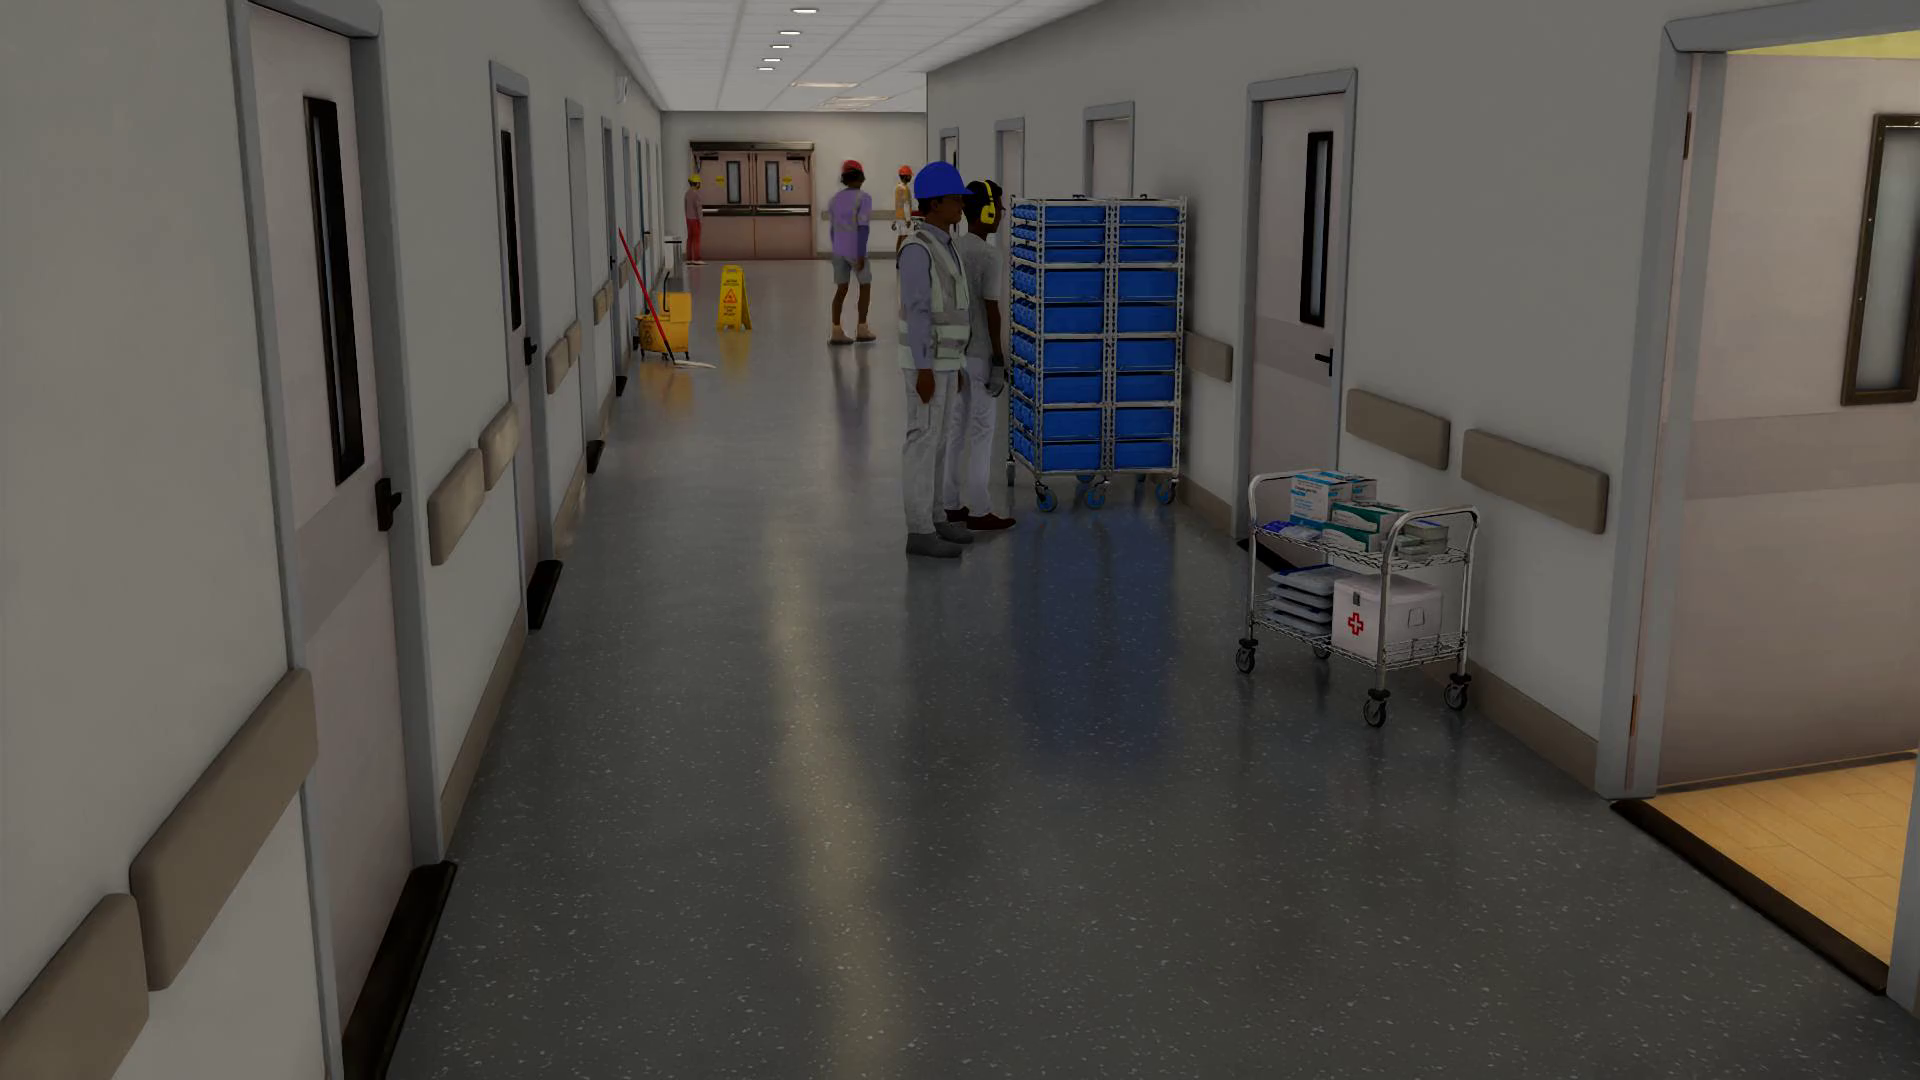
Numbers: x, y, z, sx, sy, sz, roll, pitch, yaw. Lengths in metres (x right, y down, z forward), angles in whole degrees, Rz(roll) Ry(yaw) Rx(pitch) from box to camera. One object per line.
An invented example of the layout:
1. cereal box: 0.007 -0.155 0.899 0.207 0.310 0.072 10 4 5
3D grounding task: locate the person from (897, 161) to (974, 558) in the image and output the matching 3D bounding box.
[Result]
1. person: -0.124 -0.899 8.344 0.382 1.951 0.604 3 13 13

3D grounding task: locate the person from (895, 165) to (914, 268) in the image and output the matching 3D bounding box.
1. person: -1.041 -6.099 31.460 0.362 1.939 0.543 -5 13 -19

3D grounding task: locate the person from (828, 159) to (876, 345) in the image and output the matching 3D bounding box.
1. person: -1.208 -3.141 18.189 0.624 1.991 0.752 8 15 33

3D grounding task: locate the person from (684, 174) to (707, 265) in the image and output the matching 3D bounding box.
1. person: -5.211 -6.300 32.747 0.326 1.765 0.533 -11 17 -40

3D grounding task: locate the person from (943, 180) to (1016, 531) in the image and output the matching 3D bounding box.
1. person: 0.090 -0.973 8.885 0.331 1.862 0.500 -9 15 -35
